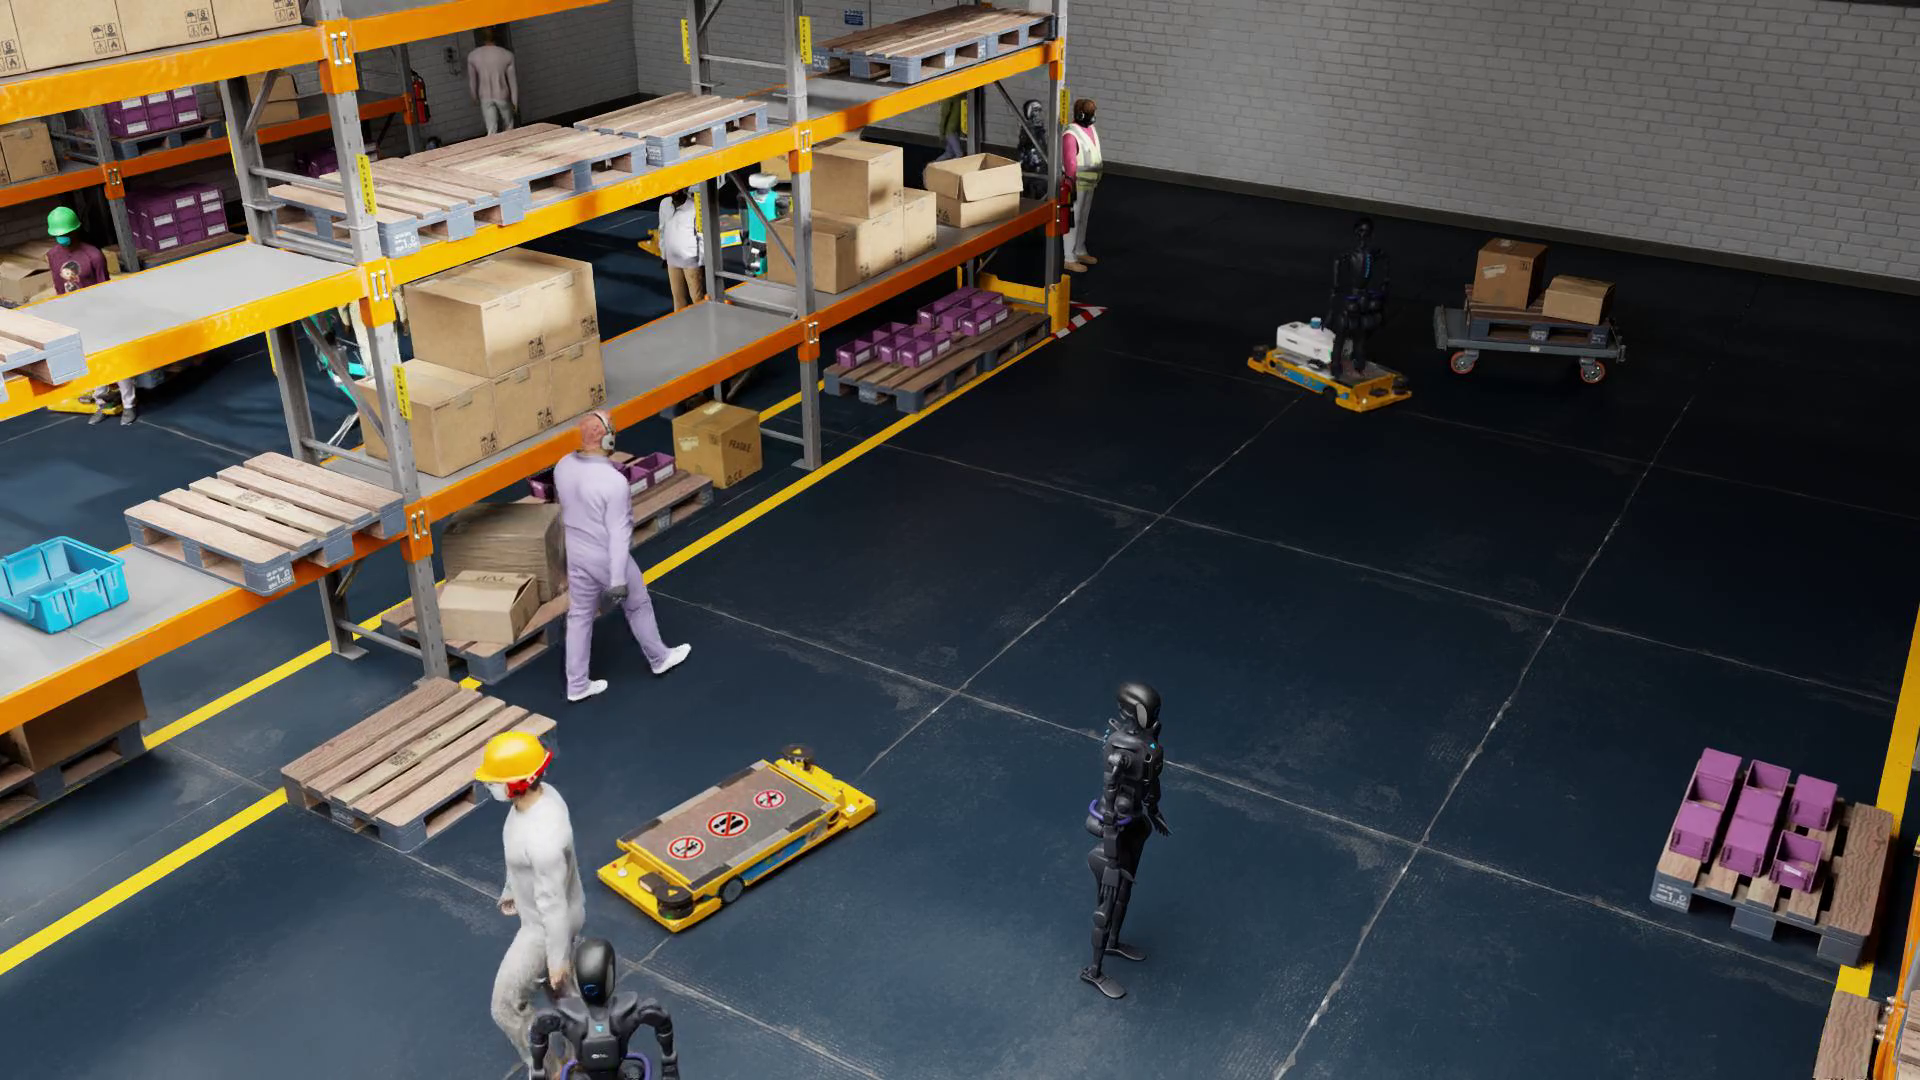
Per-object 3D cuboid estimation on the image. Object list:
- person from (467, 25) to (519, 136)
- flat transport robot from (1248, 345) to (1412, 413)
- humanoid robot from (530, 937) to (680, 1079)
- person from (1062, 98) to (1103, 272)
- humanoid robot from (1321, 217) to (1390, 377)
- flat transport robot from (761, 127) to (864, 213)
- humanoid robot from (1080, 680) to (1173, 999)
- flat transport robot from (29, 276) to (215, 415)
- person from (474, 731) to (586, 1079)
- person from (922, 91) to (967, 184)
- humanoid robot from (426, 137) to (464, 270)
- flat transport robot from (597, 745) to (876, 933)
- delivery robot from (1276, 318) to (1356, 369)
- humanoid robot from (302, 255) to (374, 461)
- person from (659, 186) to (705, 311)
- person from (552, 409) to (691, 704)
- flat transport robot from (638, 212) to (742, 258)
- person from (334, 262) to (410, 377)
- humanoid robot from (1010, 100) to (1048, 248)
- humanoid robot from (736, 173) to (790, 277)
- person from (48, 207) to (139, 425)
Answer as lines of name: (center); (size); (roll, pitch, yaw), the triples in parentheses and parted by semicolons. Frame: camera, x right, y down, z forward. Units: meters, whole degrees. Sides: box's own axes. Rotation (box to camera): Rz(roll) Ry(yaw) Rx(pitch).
person: (-6.101, -5.814, 21.880); (0.640, 1.880, 1.040); (-6, 28, -12)
flat transport robot: (3.366, -1.520, 15.194); (0.659, 0.231, 1.431); (-17, 32, -30)
humanoid robot: (-1.343, 2.185, 6.398); (0.597, 1.632, 0.782); (-5, 27, -10)
person: (1.325, -3.863, 18.073); (0.429, 1.844, 0.622); (13, 29, 23)
humanoid robot: (3.494, -2.027, 14.639); (0.606, 1.652, 0.330); (-6, 28, -12)
flat transport robot: (-1.799, -4.294, 20.658); (0.659, 0.231, 1.431); (3, 27, 5)
humanoid robot: (0.794, 1.384, 7.900); (0.315, 1.657, 0.599); (15, 30, 26)
flat transport robot: (-7.570, -1.493, 15.140); (0.659, 0.231, 1.431); (4, 27, 8)
person: (-1.888, 1.647, 7.178); (0.571, 1.876, 0.590); (-6, 28, -12)
person: (-0.142, -5.142, 20.882); (0.795, 1.586, 0.508); (14, 30, 26)
humanoid robot: (-5.404, -3.412, 17.403); (0.608, 1.619, 0.763); (-5, 27, -9)
flat transport robot: (-1.197, 1.596, 9.054); (0.659, 0.231, 1.431); (23, 35, 38)
delivery robot: (3.262, -1.762, 15.328); (0.499, 0.570, 0.750); (-19, 33, -33)
humanoid robot: (-4.988, -1.490, 13.520); (0.948, 1.757, 0.545); (-18, 32, -32)
person: (-2.643, -2.684, 15.852); (0.558, 1.744, 0.332); (14, 30, 26)
person: (-2.135, 0.077, 10.281); (0.675, 1.864, 0.951); (20, 33, 33)
flat transport robot: (-2.901, -3.480, 19.056); (1.431, 0.231, 0.659); (-19, 33, -33)
person: (-5.094, -1.953, 14.455); (0.577, 1.715, 0.883); (-7, 28, -13)
humanoid robot: (0.804, -4.128, 18.782); (0.335, 1.661, 0.610); (-15, 30, -27)
humanoid robot: (-1.730, -2.591, 15.814); (0.550, 1.903, 0.720); (11, 29, 20)
person: (-7.366, -1.888, 14.086); (0.481, 1.935, 0.450); (2, 27, 4)
